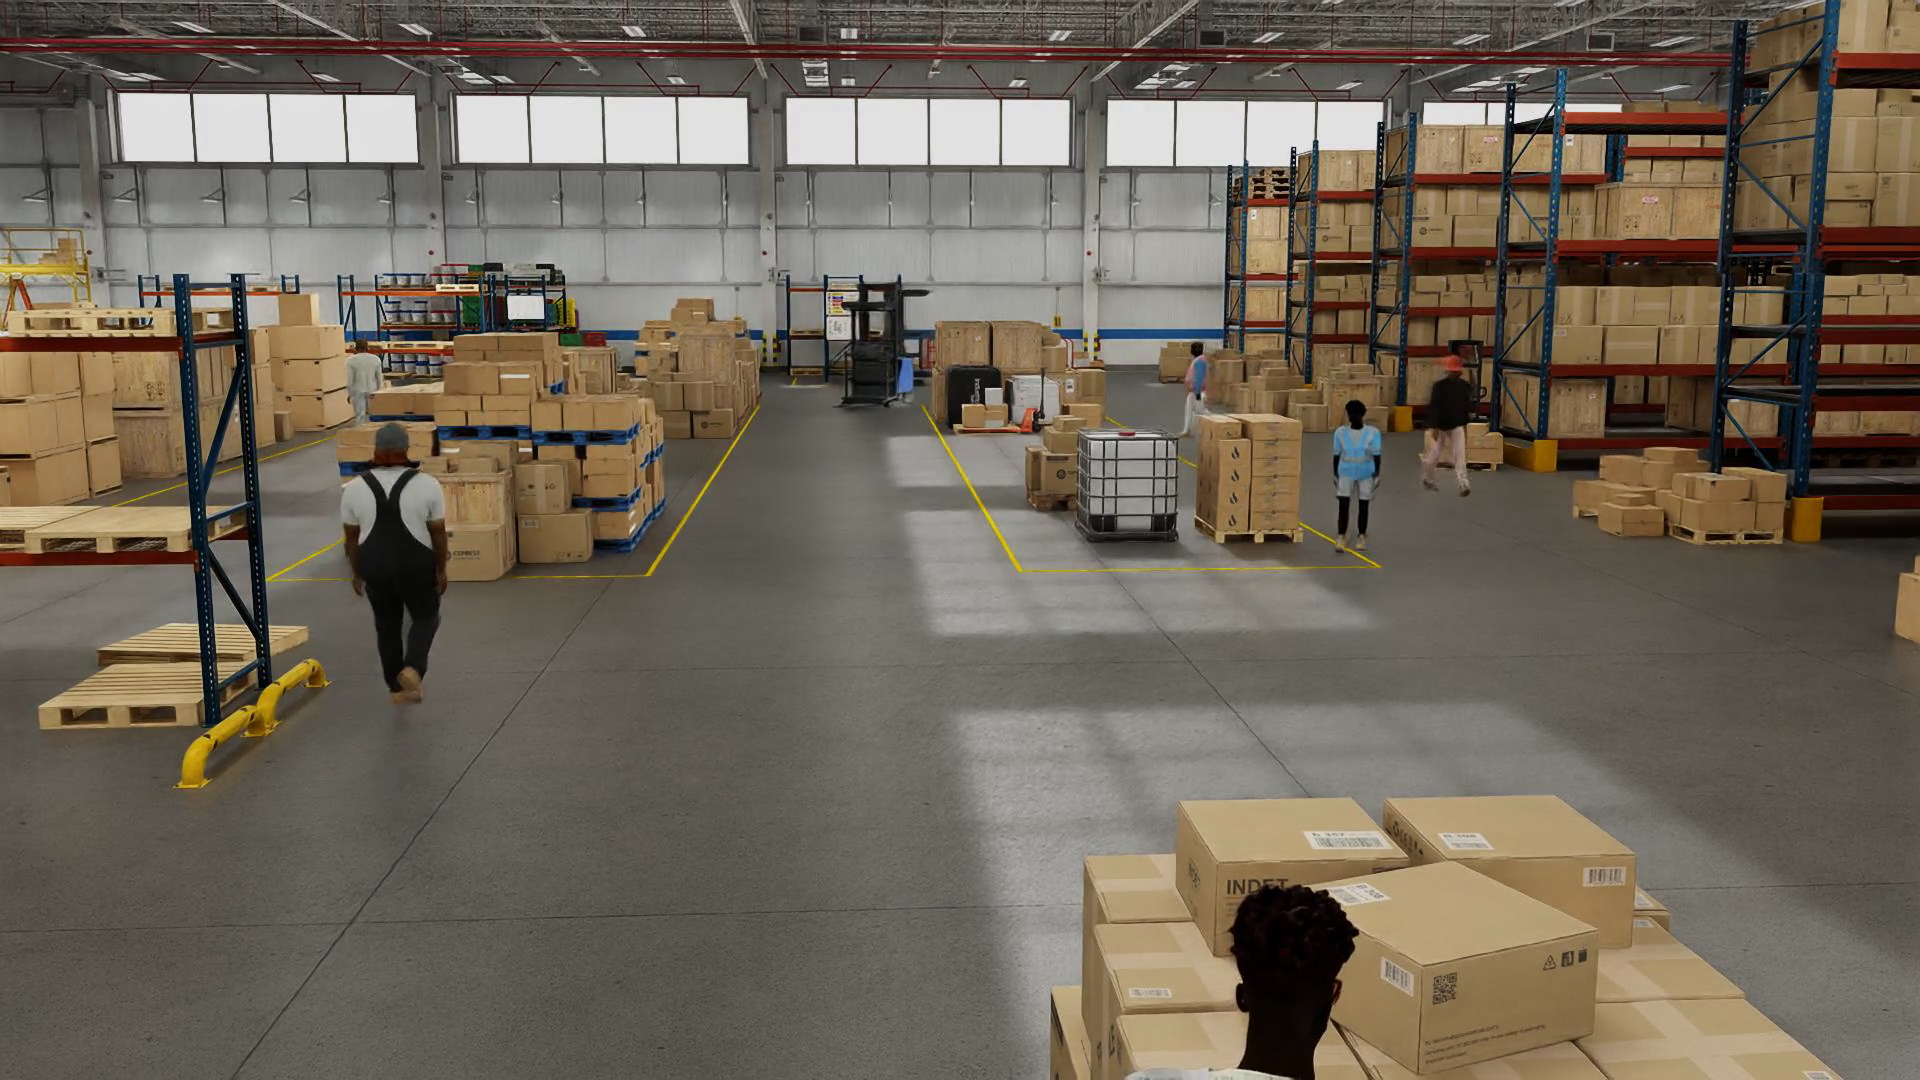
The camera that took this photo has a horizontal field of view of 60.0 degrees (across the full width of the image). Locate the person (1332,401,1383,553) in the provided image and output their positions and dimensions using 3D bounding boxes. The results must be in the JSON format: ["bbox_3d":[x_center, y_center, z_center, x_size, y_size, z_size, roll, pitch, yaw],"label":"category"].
[{"bbox_3d":[4.301,-0.674,18.064,0.548,1.658,0.795,3,9,17],"label":"person"}]

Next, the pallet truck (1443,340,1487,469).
[{"bbox_3d":[8.004,-2.170,26.422,0.823,1.965,1.885,2,9,14],"label":"pallet truck"}]

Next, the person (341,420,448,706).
[{"bbox_3d":[-3.918,0.170,11.592,0.703,2.000,0.635,-1,9,-5],"label":"person"}]

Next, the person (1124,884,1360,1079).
[{"bbox_3d":[0.556,1.582,3.030,0.619,1.953,0.396,3,10,18],"label":"person"}]

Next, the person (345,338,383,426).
[{"bbox_3d":[-10.374,-2.548,28.972,0.635,1.939,0.361,-7,11,-37],"label":"person"}]

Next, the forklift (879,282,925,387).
[{"bbox_3d":[-1.912,-5.549,44.870,1.873,2.768,1.129,-1,9,-4],"label":"forklift"}]

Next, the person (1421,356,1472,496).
[{"bbox_3d":[6.742,-1.579,22.921,0.663,1.930,1.062,-2,9,-12],"label":"person"}]

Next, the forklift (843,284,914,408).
[{"bbox_3d":[-1.846,-4.503,38.304,1.129,2.768,1.873,3,10,19],"label":"forklift"}]

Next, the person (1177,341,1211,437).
[{"bbox_3d":[4.473,-2.787,30.868,0.804,1.819,0.631,1,9,4],"label":"person"}]
